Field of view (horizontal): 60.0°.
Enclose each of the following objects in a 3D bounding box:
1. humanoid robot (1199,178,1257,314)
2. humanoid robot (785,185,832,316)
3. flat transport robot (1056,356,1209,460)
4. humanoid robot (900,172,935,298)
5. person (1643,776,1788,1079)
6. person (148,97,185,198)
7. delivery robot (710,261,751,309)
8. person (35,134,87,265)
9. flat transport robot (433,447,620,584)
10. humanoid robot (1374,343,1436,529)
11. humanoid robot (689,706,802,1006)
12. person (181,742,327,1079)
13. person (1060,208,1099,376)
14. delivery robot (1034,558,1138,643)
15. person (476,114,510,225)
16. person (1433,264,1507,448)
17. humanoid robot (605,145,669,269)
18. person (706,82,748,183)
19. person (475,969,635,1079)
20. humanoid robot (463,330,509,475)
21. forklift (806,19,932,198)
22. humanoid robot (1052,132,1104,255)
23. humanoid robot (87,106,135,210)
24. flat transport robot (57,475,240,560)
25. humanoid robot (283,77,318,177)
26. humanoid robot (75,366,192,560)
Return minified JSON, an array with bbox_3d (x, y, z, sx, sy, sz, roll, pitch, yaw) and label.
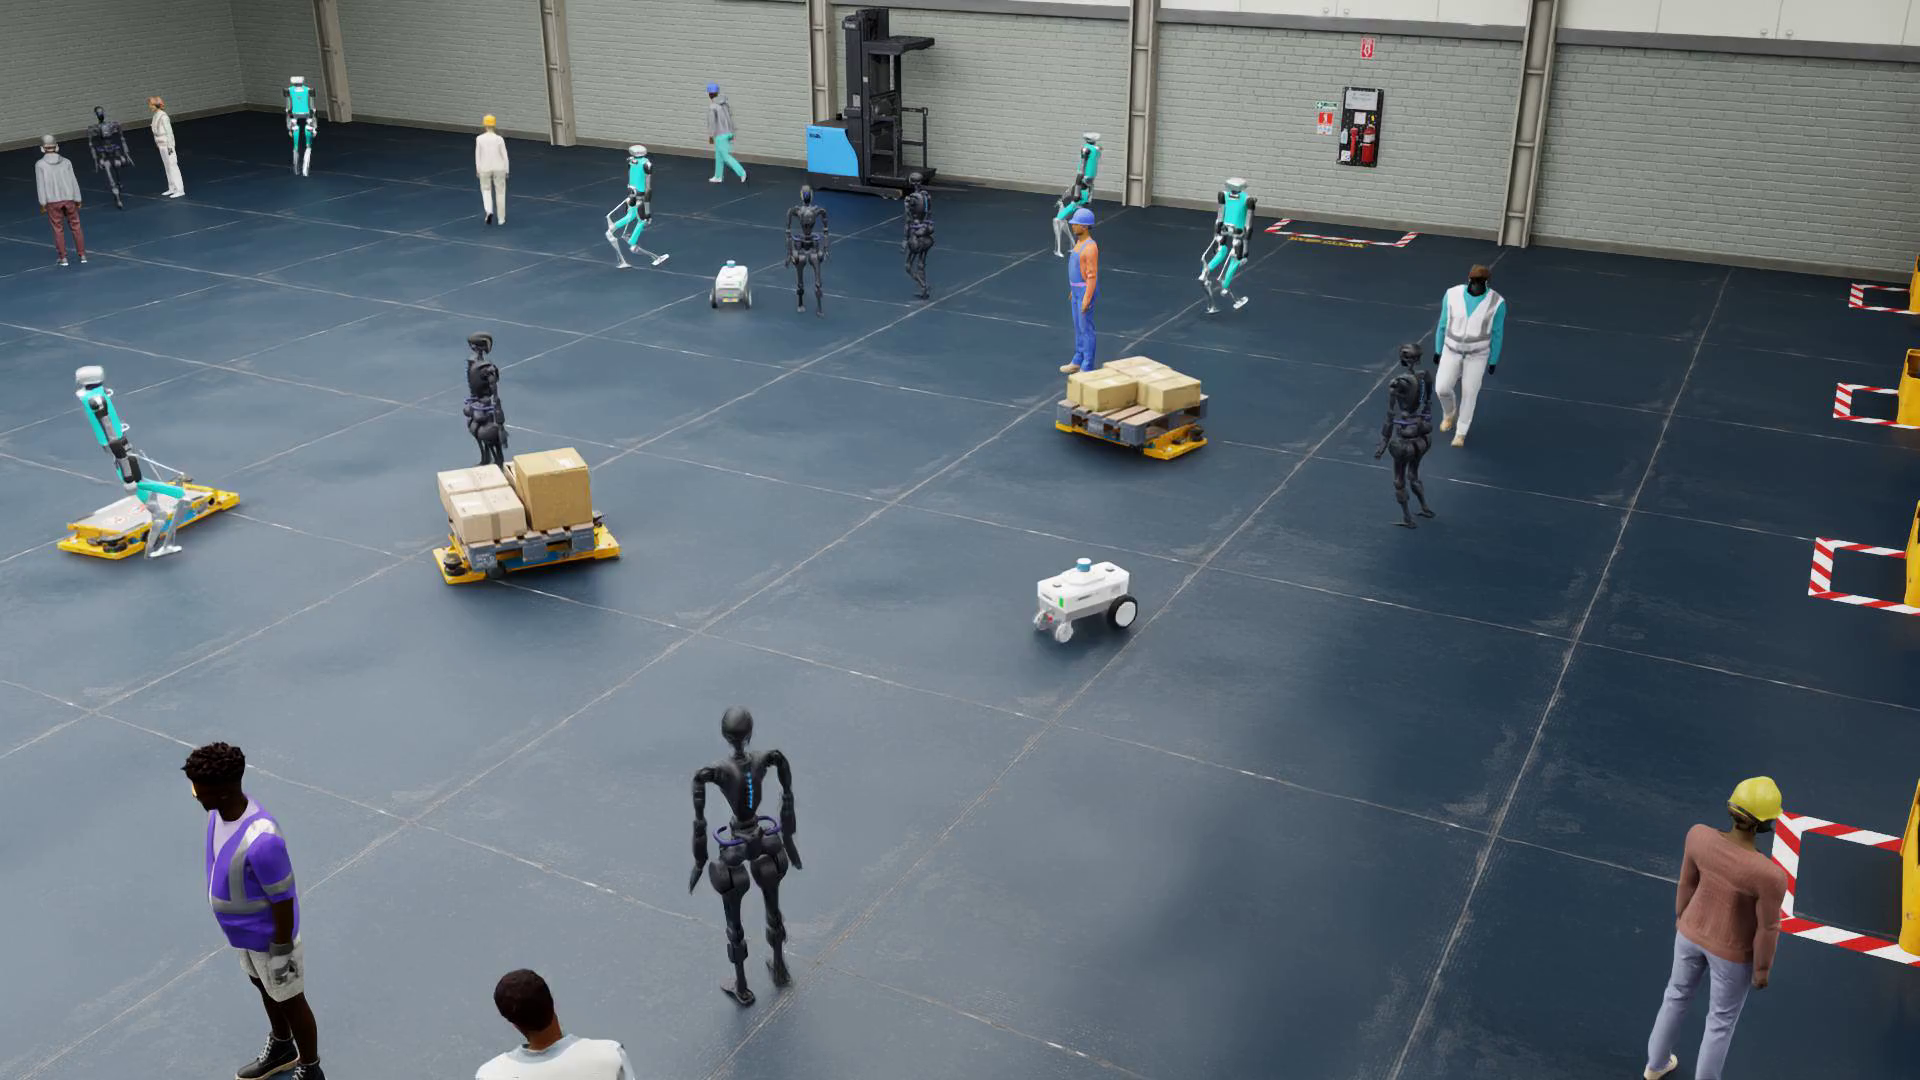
[{"bbox_3d":[3.292,-3.590,20.636,0.546,1.737,0.987,19,30,38],"label":"humanoid robot"},{"bbox_3d":[-1.923,-3.655,20.909,0.584,1.638,0.447,-7,24,-15],"label":"humanoid robot"},{"bbox_3d":[1.725,-1.127,16.786,1.431,0.231,0.659,20,30,39],"label":"flat transport robot"},{"bbox_3d":[-0.496,-3.941,21.549,0.407,1.640,0.593,15,28,31],"label":"humanoid robot"},{"bbox_3d":[3.605,1.895,7.868,0.340,1.757,0.521,-14,27,-30],"label":"person"},{"bbox_3d":[-13.188,-6.523,27.610,0.309,1.638,0.522,-20,30,-39],"label":"person"},{"bbox_3d":[-2.943,-3.282,21.465,0.499,0.613,0.807,0,23,-1],"label":"delivery robot"},{"bbox_3d":[-12.630,-4.778,23.340,0.545,1.806,0.378,-20,30,-38],"label":"person"},{"bbox_3d":[-3.683,0.040,14.069,1.431,0.231,0.659,-11,26,-24],"label":"flat transport robot"},{"bbox_3d":[3.927,-0.902,14.494,0.600,1.643,0.399,-15,28,-32],"label":"humanoid robot"},{"bbox_3d":[-1.105,1.624,8.592,0.609,1.656,0.321,-12,26,-27],"label":"humanoid robot"},{"bbox_3d":[-3.302,1.806,7.814,0.374,1.962,0.604,-20,31,-39],"label":"person"},{"bbox_3d":[1.353,-2.724,18.426,0.360,1.911,0.521,-5,24,-12],"label":"person"},{"bbox_3d":[0.975,0.434,12.815,0.792,0.614,0.499,-15,28,-31],"label":"delivery robot"},{"bbox_3d":[-7.198,-5.692,25.611,0.511,1.682,0.392,-4,24,-10],"label":"person"},{"bbox_3d":[5.016,-1.834,16.447,0.652,1.831,0.438,11,26,25],"label":"person"},{"bbox_3d":[-4.512,-4.503,22.785,1.006,1.735,0.552,-20,30,-38],"label":"humanoid robot"},{"bbox_3d":[-4.016,-6.952,28.513,0.817,1.726,0.534,11,25,23],"label":"person"},{"bbox_3d":[-1.466,2.452,6.438,0.686,1.860,0.788,-4,24,-8],"label":"person"},{"bbox_3d":[-4.319,-1.078,14.900,0.568,1.634,0.589,-19,29,-37],"label":"humanoid robot"},{"bbox_3d":[-1.573,-7.292,27.850,1.873,2.768,1.129,12,26,25],"label":"forklift"},{"bbox_3d":[1.601,-4.962,23.868,0.821,1.782,0.606,13,26,27],"label":"humanoid robot"},{"bbox_3d":[-13.677,-6.168,26.816,0.606,1.630,0.793,-18,29,-36],"label":"humanoid robot"},{"bbox_3d":[-7.126,-0.204,14.638,0.659,0.231,1.431,8,25,19],"label":"flat transport robot"},{"bbox_3d":[-11.574,-7.229,29.265,0.590,1.863,0.721,-9,25,-21],"label":"humanoid robot"},{"bbox_3d":[-6.726,-0.584,13.759,0.789,1.836,0.535,-15,27,-31],"label":"humanoid robot"}]
